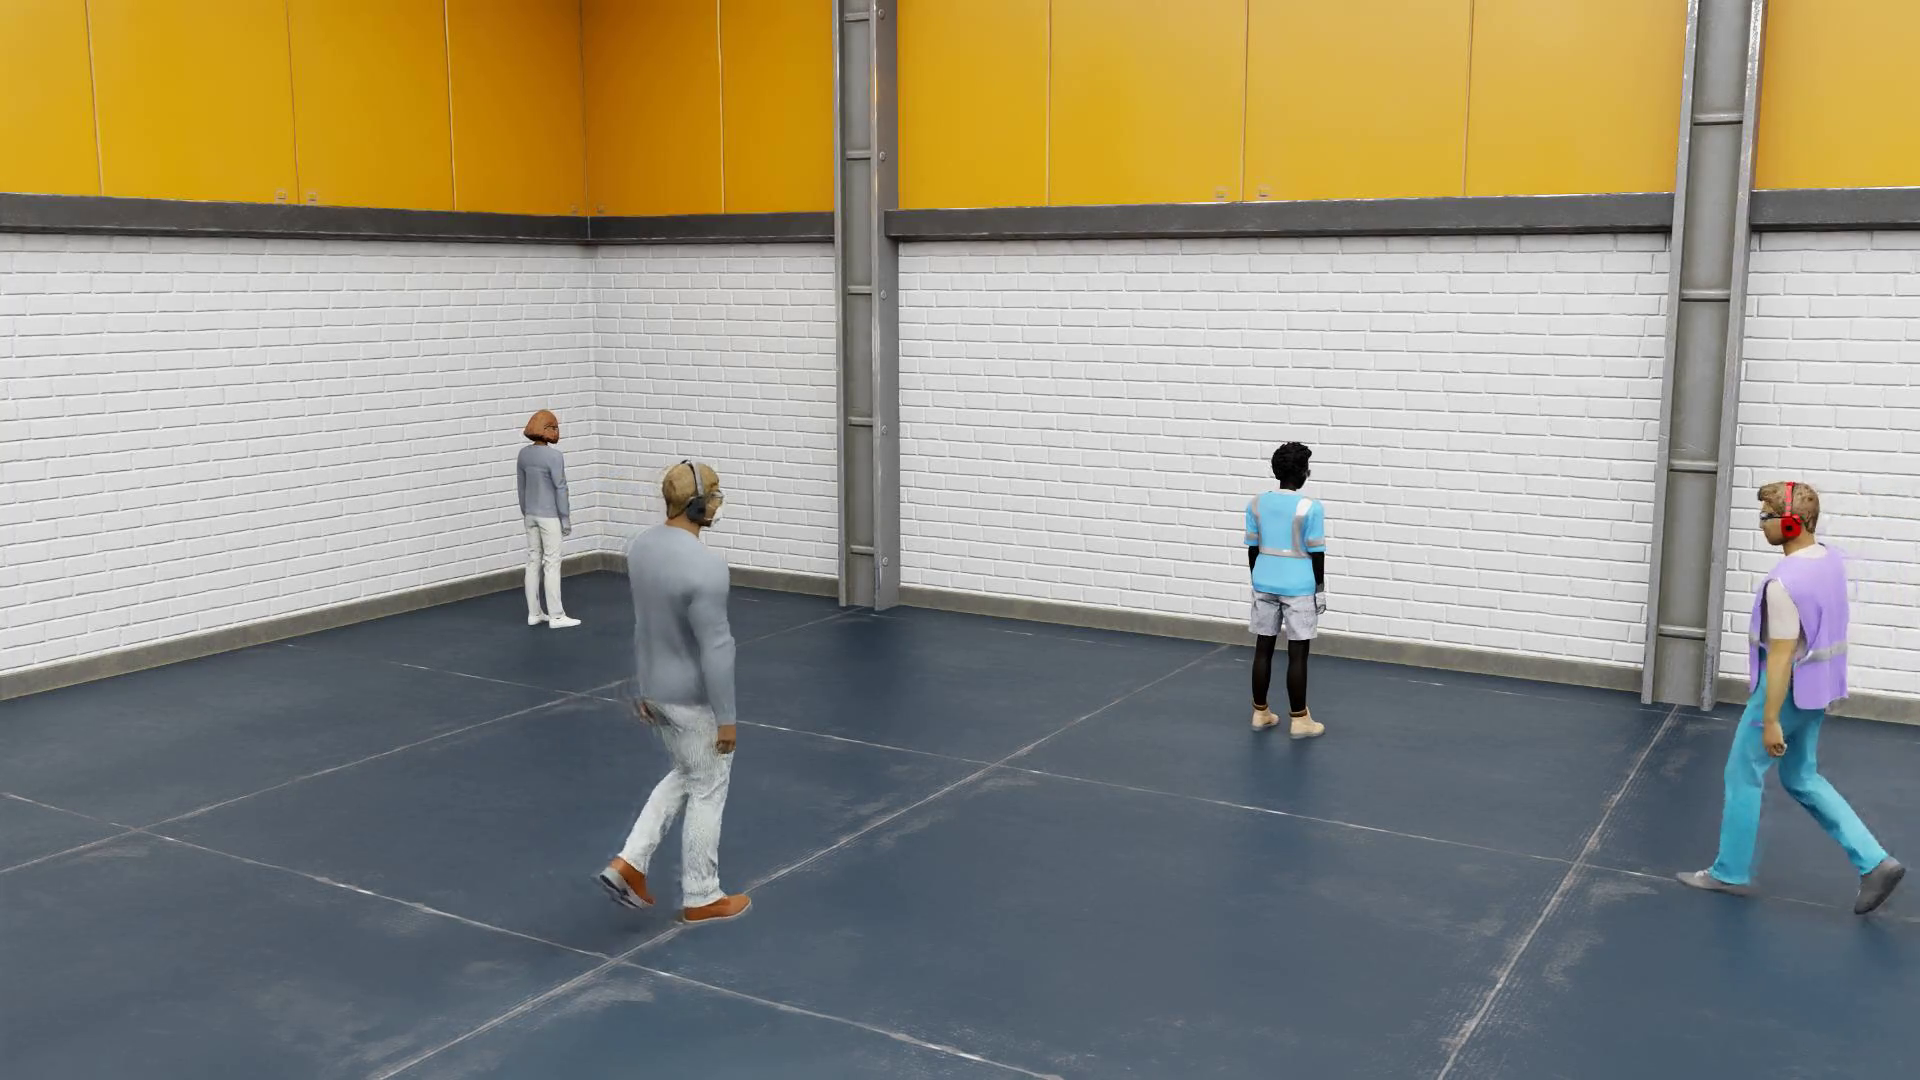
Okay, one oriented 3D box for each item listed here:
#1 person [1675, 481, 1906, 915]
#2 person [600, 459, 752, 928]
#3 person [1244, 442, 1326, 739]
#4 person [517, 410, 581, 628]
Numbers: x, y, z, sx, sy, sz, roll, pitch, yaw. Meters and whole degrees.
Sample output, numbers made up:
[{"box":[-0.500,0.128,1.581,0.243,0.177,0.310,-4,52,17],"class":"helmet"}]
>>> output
[{"box":[3.466,0.657,6.857,0.611,1.809,0.802,-8,12,-40],"class":"person"},{"box":[-1.120,0.632,6.642,0.513,1.919,0.644,-7,12,-38],"class":"person"},{"box":[1.870,0.284,9.527,0.321,1.694,0.529,-9,13,-44],"class":"person"},{"box":[-3.107,-0.157,12.473,0.498,1.632,0.282,7,11,36],"class":"person"}]
